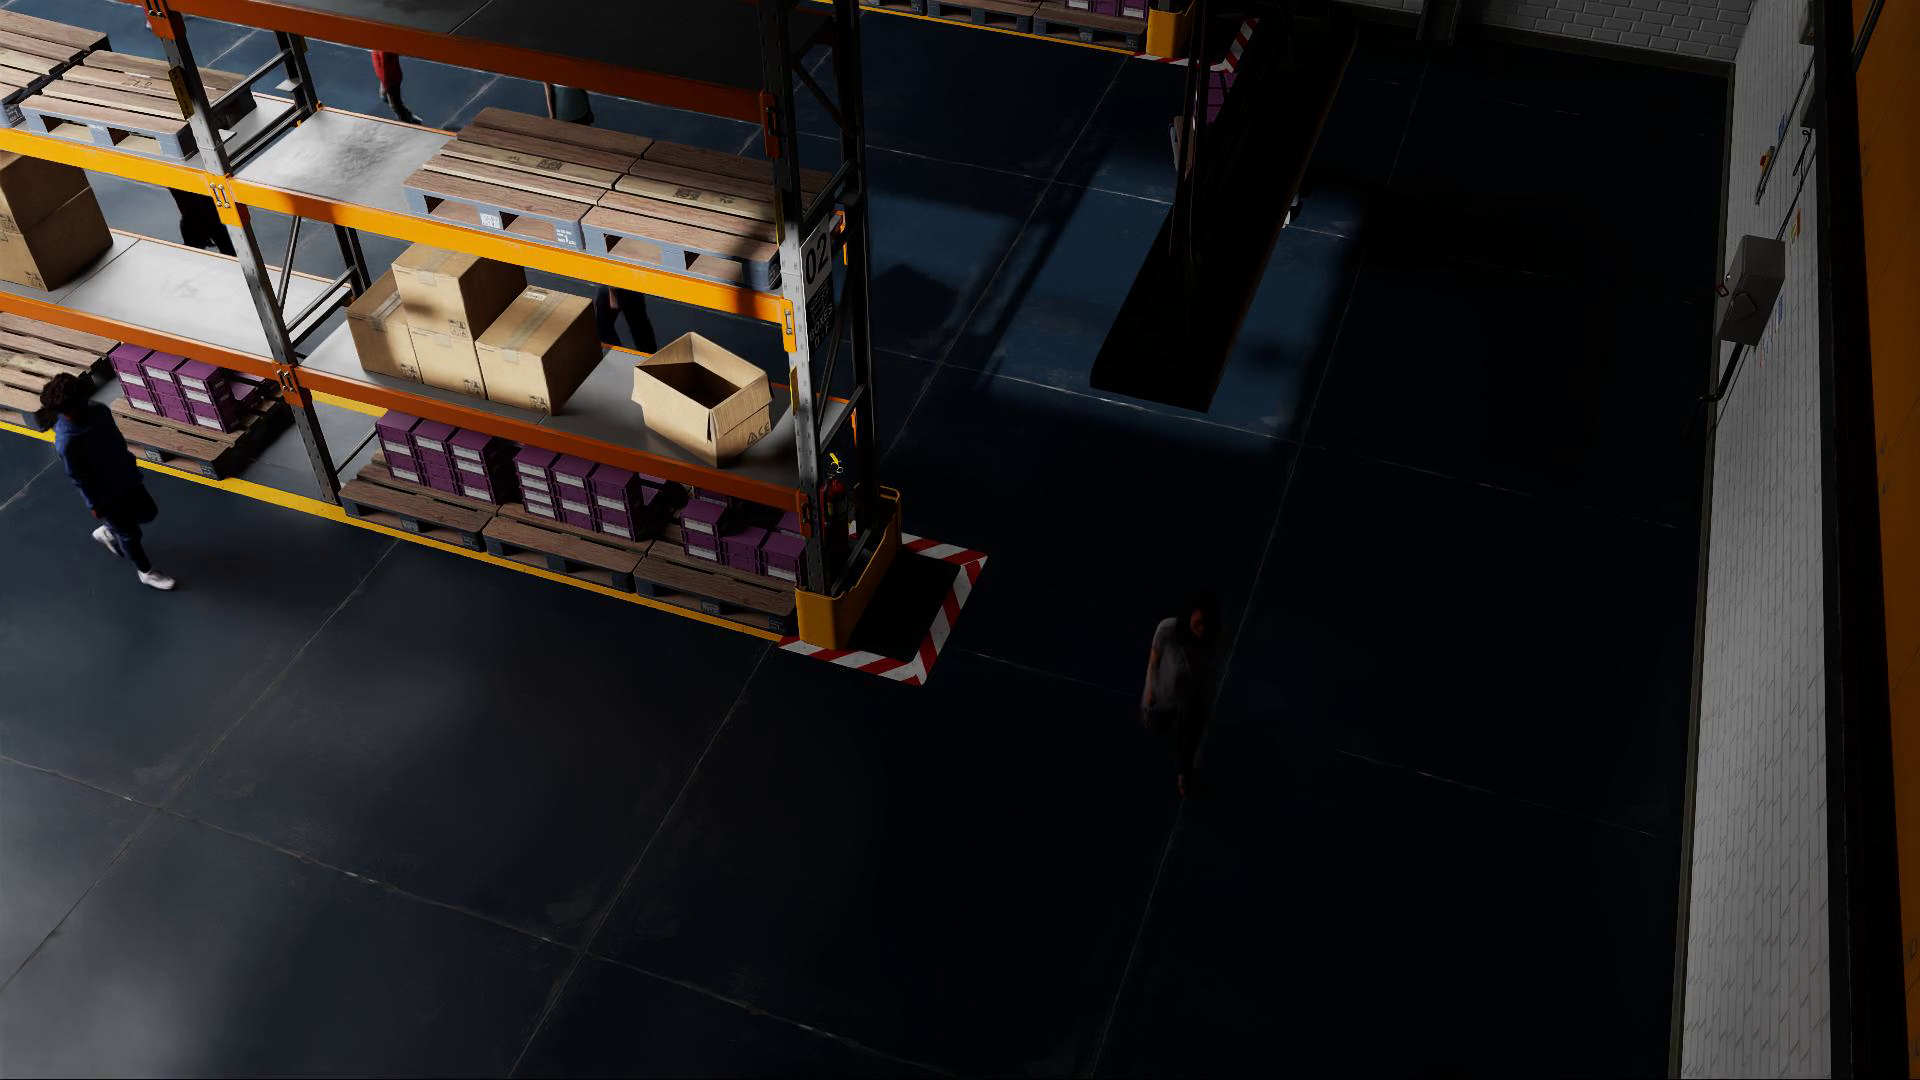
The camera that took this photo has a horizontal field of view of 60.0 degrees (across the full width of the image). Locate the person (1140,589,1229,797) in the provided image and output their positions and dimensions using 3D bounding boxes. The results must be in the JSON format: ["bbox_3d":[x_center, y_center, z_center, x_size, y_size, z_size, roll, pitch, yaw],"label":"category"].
[{"bbox_3d":[1.345,0.828,10.160,0.924,1.594,0.905,-3,44,-4],"label":"person"}]

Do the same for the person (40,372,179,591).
[{"bbox_3d":[-5.846,-0.405,11.309,0.884,1.794,0.733,9,44,9],"label":"person"}]
